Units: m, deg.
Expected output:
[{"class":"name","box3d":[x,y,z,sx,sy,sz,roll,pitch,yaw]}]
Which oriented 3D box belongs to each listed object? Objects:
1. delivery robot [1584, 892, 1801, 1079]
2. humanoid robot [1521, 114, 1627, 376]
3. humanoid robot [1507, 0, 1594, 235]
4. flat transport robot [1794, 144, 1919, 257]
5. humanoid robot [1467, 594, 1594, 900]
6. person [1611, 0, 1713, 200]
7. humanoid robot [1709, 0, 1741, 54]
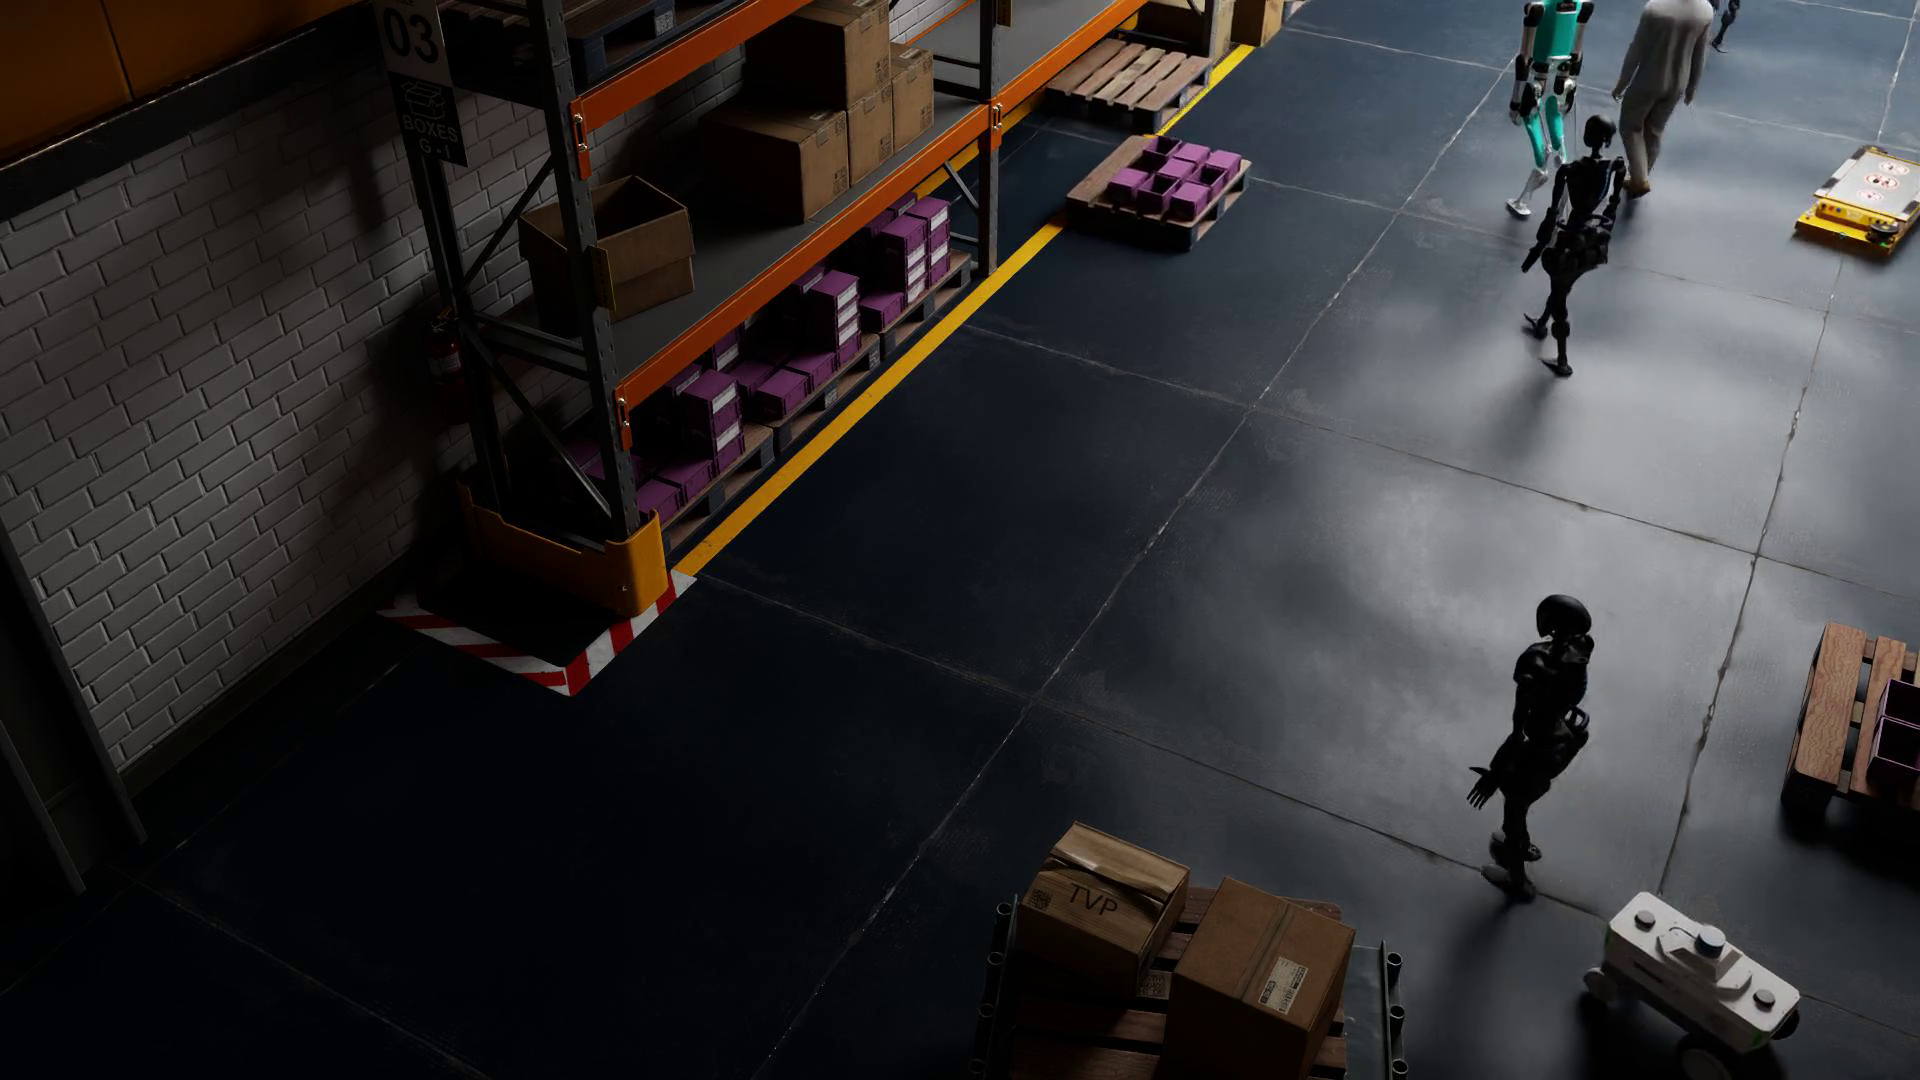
[{"class":"delivery robot","box3d":[2.984,1.811,6.741,0.499,0.612,0.816,-29,47,-31]},{"class":"humanoid robot","box3d":[3.835,-1.895,10.481,0.608,1.633,0.697,-14,41,-17]},{"class":"humanoid robot","box3d":[4.287,-3.007,11.873,0.562,1.859,0.869,-12,40,-14]},{"class":"flat transport robot","box3d":[6.820,-2.546,12.402,0.659,0.231,1.431,28,46,30]},{"class":"humanoid robot","box3d":[2.426,0.880,6.996,0.599,1.653,0.354,-31,48,-33]},{"class":"person","box3d":[5.099,-3.340,12.113,0.606,1.872,0.548,-3,39,-3]},{"class":"humanoid robot","box3d":[6.763,-5.123,14.506,0.609,1.643,0.469,-6,39,-7]}]
